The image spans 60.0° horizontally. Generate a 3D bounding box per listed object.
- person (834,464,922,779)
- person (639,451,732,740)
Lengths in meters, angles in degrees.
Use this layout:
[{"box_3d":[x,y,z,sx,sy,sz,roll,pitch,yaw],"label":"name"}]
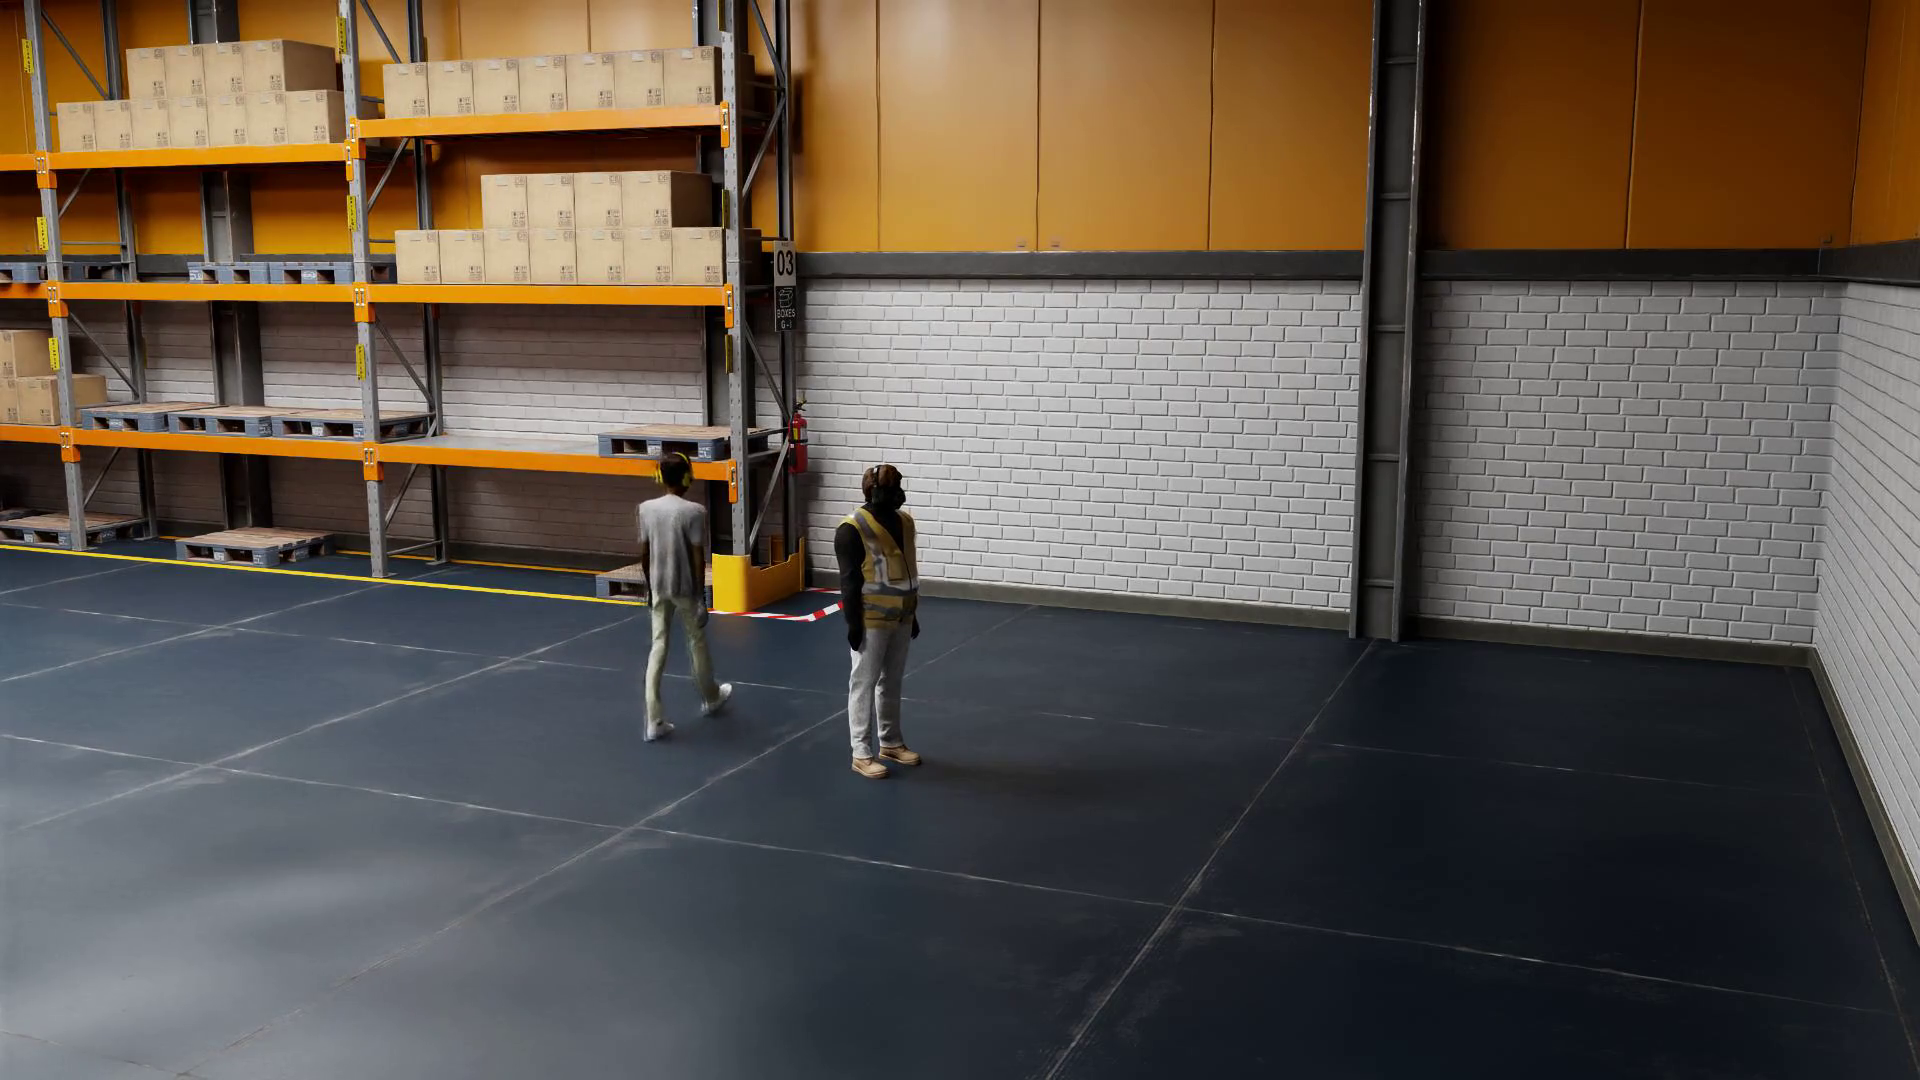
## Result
[{"box_3d":[-0.454,0.469,9.897,0.429,1.847,0.624,7,12,36],"label":"person"},{"box_3d":[-1.821,0.328,10.821,0.551,1.817,0.963,3,10,18],"label":"person"}]
